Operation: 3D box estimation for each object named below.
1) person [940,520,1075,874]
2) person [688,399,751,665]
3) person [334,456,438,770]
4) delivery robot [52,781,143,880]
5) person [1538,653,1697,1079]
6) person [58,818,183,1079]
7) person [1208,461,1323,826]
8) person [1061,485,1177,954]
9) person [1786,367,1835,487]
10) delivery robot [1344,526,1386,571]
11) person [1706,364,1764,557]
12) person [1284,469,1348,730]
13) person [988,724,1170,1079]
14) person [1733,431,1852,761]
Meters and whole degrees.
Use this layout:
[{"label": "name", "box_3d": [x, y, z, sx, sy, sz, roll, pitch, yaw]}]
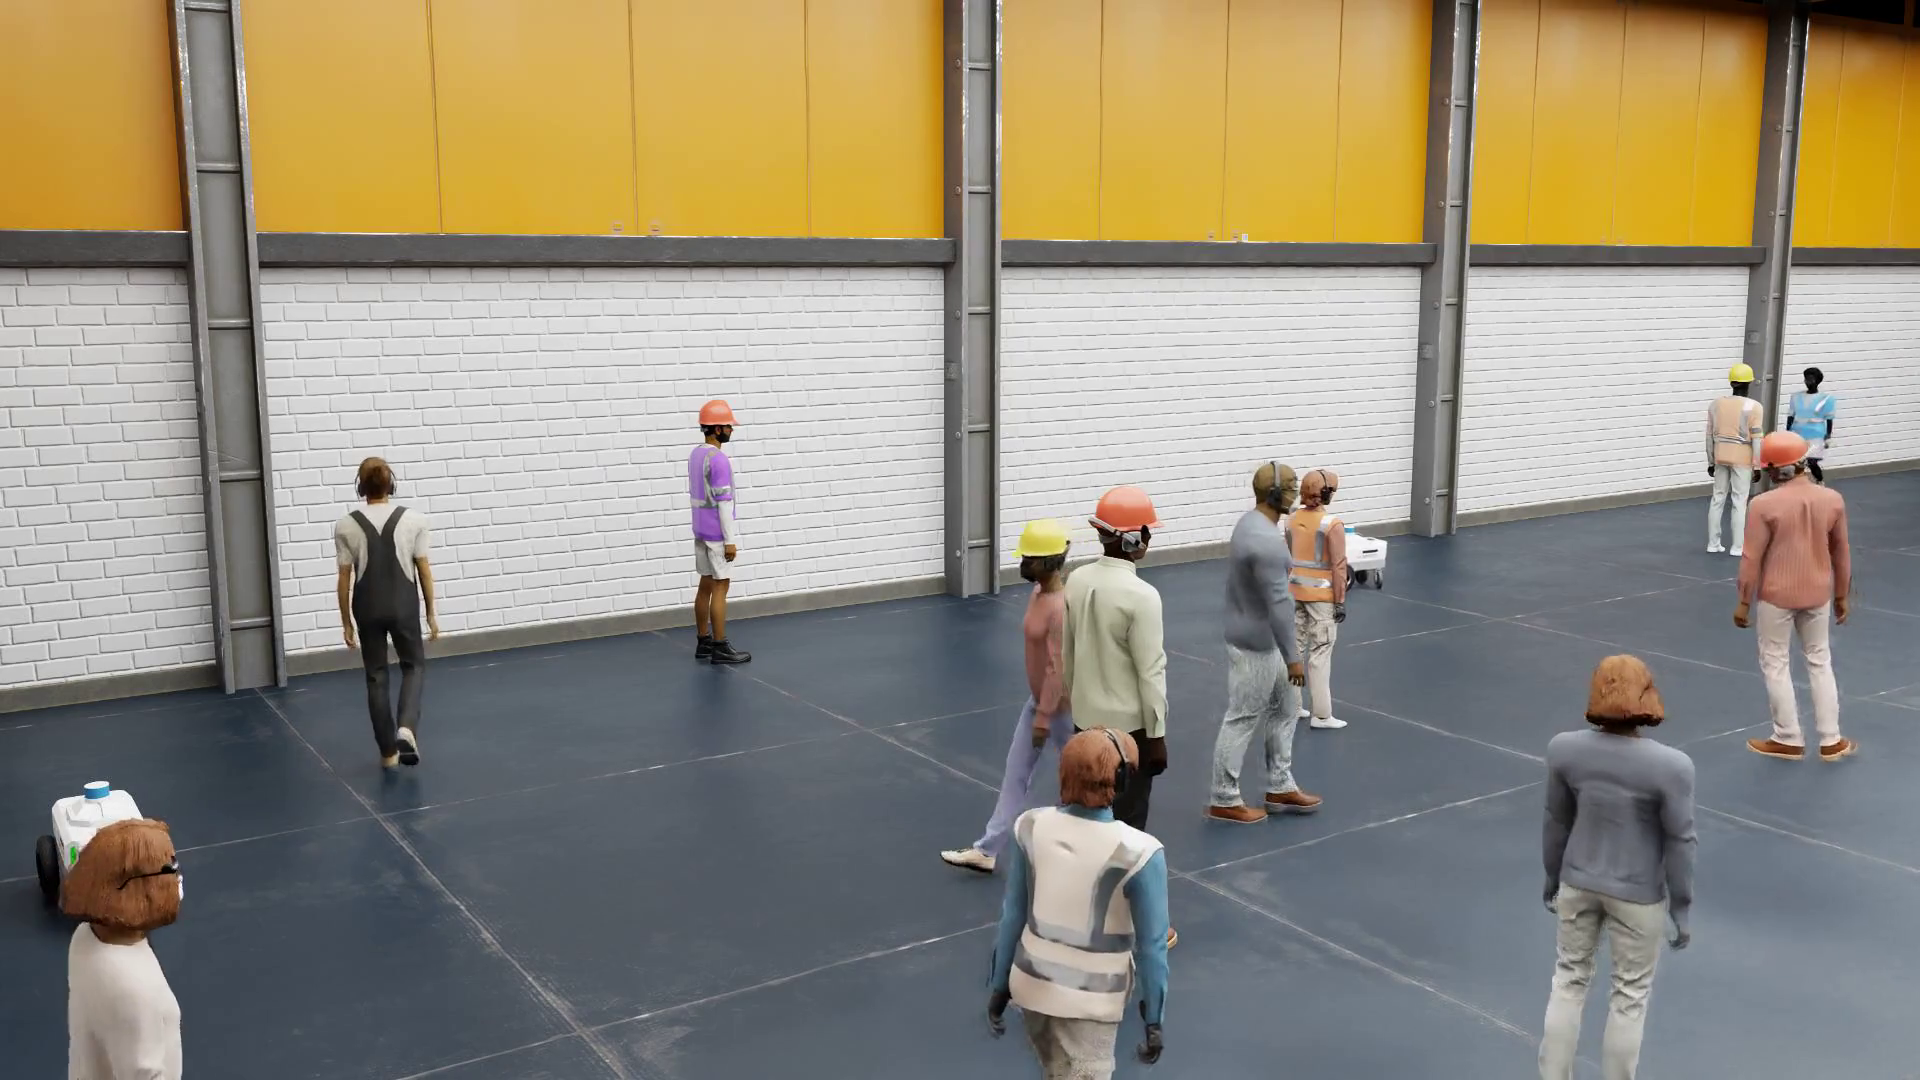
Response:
[{"label": "person", "box_3d": [0.320, 0.771, 7.767, 0.852, 1.724, 0.551, -2, 10, -14]}, {"label": "person", "box_3d": [-1.774, -0.059, 12.175, 0.358, 1.937, 0.548, -6, 11, -33]}, {"label": "person", "box_3d": [-3.264, 0.438, 9.490, 0.541, 1.833, 0.477, -3, 10, -16]}, {"label": "delivery robot", "box_3d": [-3.917, 1.346, 7.583, 0.477, 0.478, 0.707, -6, 11, -33]}, {"label": "person", "box_3d": [2.179, 1.195, 5.587, 0.372, 1.621, 0.531, -9, 13, -44]}, {"label": "person", "box_3d": [-1.993, 1.462, 3.972, 0.368, 1.620, 0.541, -8, 12, -38]}, {"label": "person", "box_3d": [1.642, 0.549, 8.574, 0.763, 1.912, 0.642, 1, 9, 6]}, {"label": "person", "box_3d": [0.676, 0.758, 7.078, 0.380, 1.994, 0.618, -6, 11, -33]}, {"label": "person", "box_3d": [10.285, -1.256, 20.150, 0.419, 1.684, 0.539, -7, 12, -37]}, {"label": "delivery robot", "box_3d": [3.495, 0.115, 14.999, 0.707, 0.478, 0.477, -5, 11, -27]}, {"label": "person", "box_3d": [7.742, -0.795, 16.626, 0.357, 1.930, 0.591, -6, 11, -33]}, {"label": "person", "box_3d": [2.228, 0.372, 10.472, 0.307, 1.640, 0.519, -6, 11, -33]}, {"label": "person", "box_3d": [0.306, 1.346, 4.779, 0.532, 1.590, 0.728, 8, 12, 39]}, {"label": "person", "box_3d": [4.938, 0.333, 9.792, 0.743, 1.956, 0.390, -1, 9, -7]}]
